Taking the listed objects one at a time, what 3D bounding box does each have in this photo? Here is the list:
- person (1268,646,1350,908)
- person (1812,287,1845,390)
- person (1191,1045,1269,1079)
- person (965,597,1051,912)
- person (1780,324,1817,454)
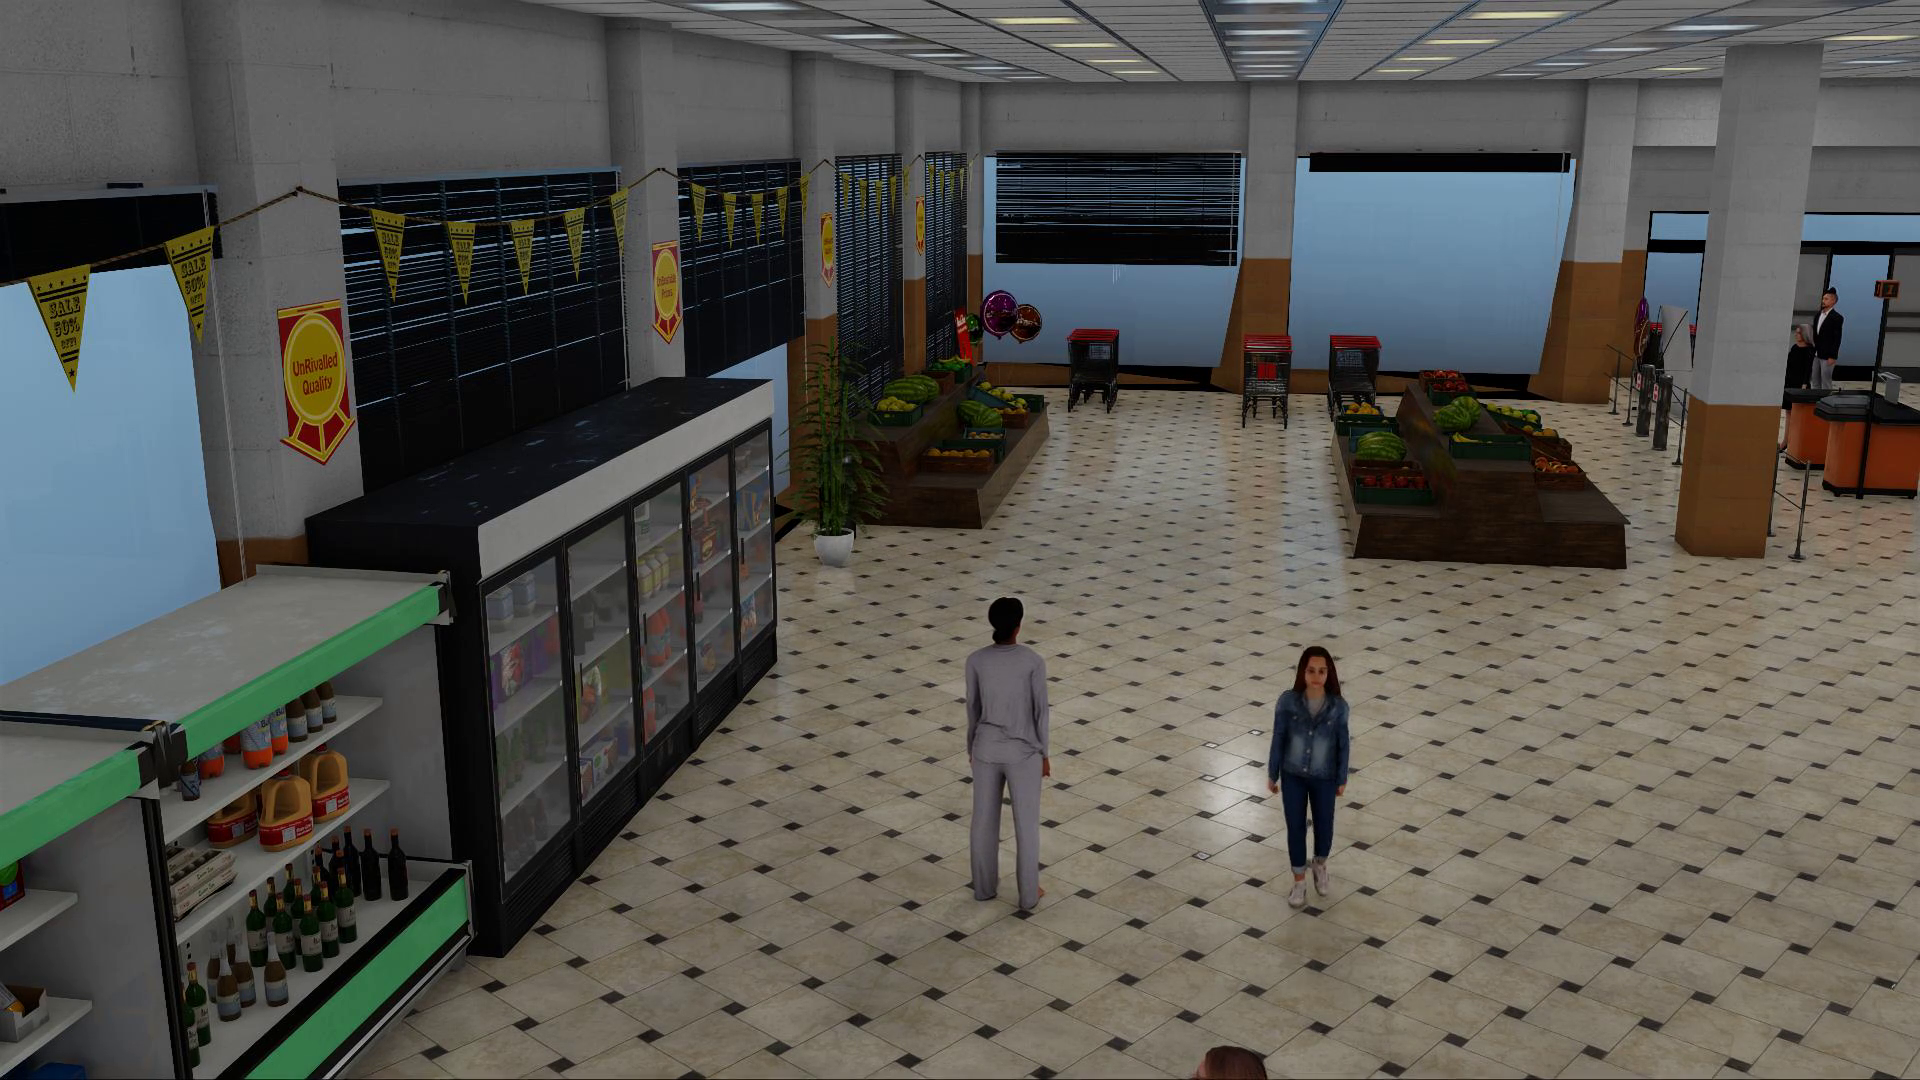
[{"bbox_3d":[1.923,1.276,9.172,0.597,1.469,0.586,4,14,15],"label":"person"},{"bbox_3d":[13.072,-2.842,25.135,0.845,1.948,0.678,-3,14,-13],"label":"person"},{"bbox_3d":[0.768,2.223,4.770,0.731,1.703,0.583,9,16,32],"label":"person"},{"bbox_3d":[0.256,1.158,9.097,0.662,1.733,0.600,5,14,19],"label":"person"},{"bbox_3d":[11.115,-2.004,22.108,0.738,1.747,0.625,-3,14,-12],"label":"person"}]
